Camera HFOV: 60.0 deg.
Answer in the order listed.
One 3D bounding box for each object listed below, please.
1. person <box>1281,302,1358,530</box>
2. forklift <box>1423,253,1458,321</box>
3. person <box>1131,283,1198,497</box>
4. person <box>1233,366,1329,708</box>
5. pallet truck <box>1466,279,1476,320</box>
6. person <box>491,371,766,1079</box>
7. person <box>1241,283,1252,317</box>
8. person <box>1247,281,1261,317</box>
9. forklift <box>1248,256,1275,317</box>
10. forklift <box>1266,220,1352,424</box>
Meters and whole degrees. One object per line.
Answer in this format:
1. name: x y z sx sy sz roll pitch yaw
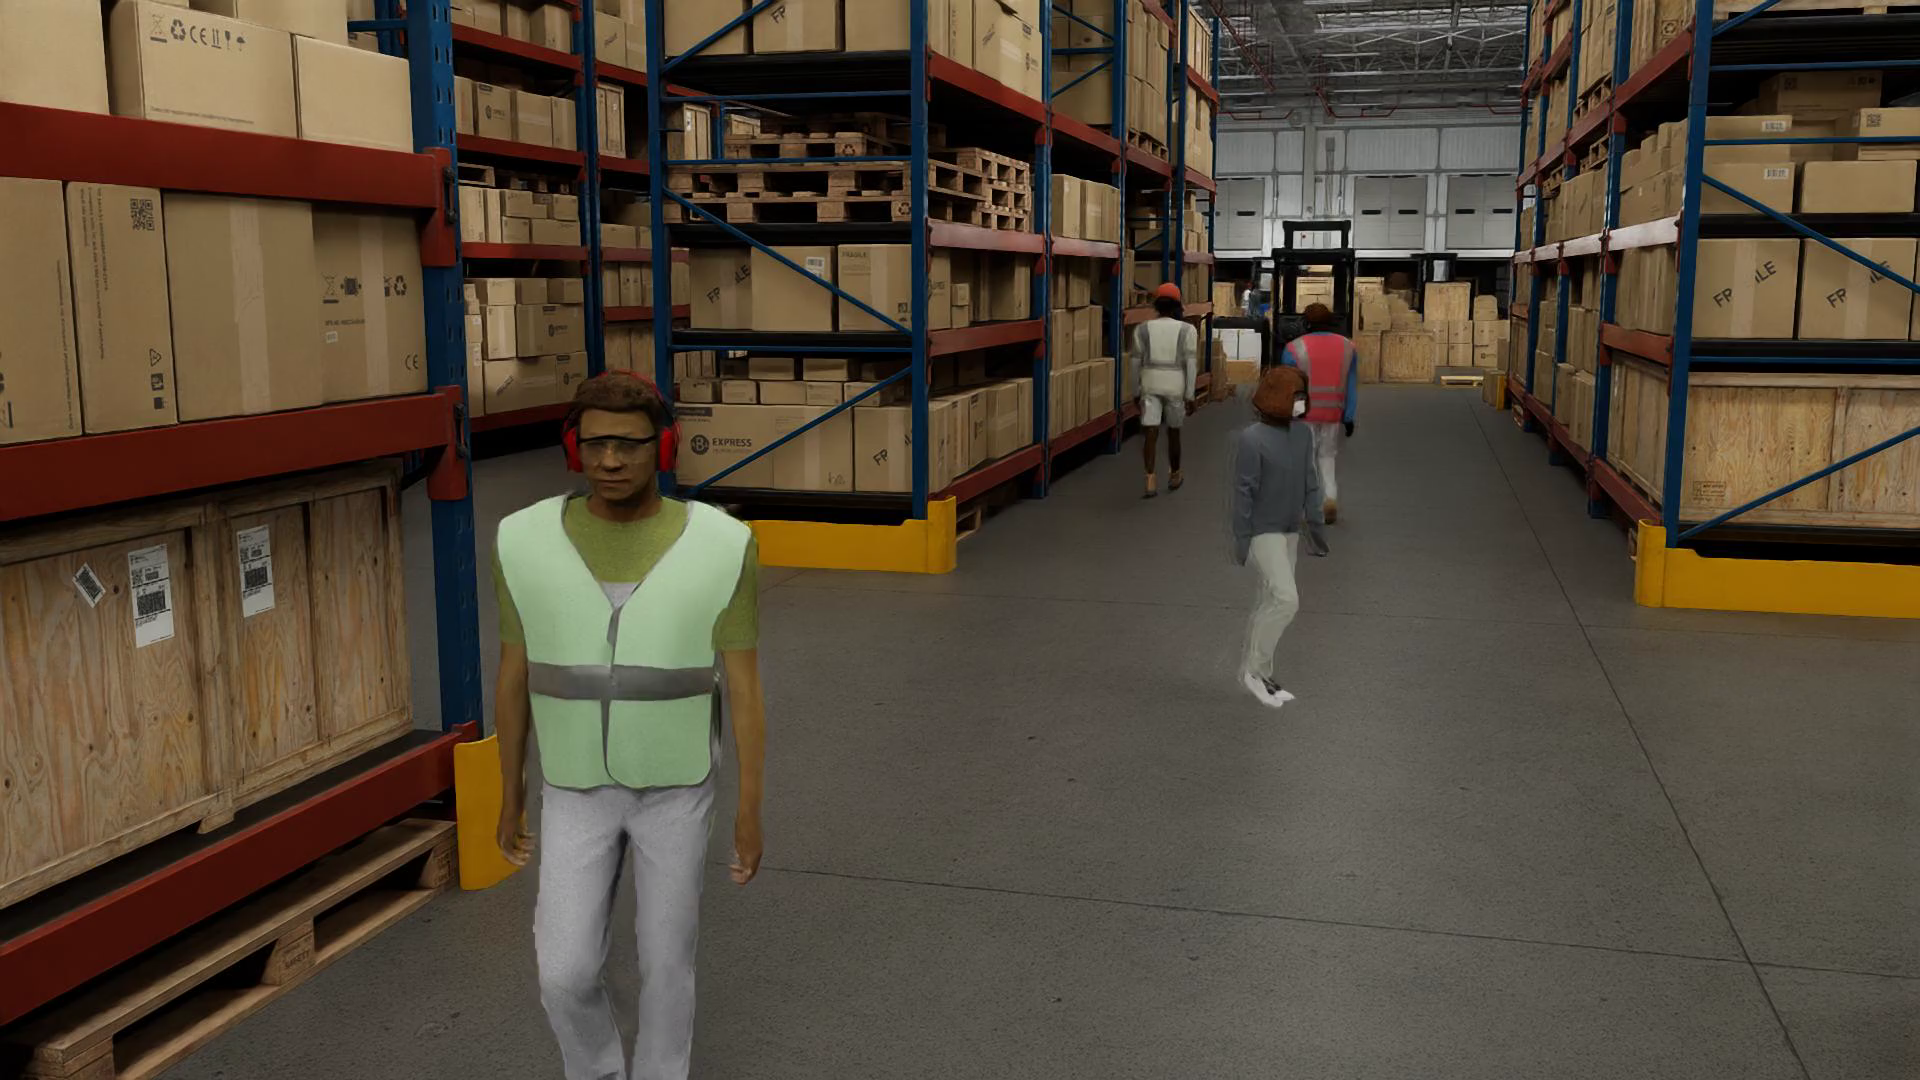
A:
1. person: 2.843 -0.984 13.343 0.652 1.829 0.442 -2 9 -11
2. forklift: 15.202 -7.696 52.666 1.129 2.768 1.873 -2 9 -11
3. person: 1.908 -1.409 15.586 0.625 1.984 1.099 2 9 14
4. person: 1.512 -0.011 7.849 0.449 1.618 0.509 8 12 41
5. pallet truck: 18.896 -8.459 60.307 1.885 1.965 0.823 5 10 31
6. person: -0.708 0.552 3.576 0.590 1.827 0.495 -1 9 -5
7. person: 10.658 -8.579 61.523 0.683 1.851 0.504 9 12 44
8. person: 10.090 -7.867 56.798 0.742 1.924 0.638 7 11 39
9. forklift: 11.269 -9.084 61.485 1.129 2.768 1.873 2 9 15
10. forklift: 4.991 -3.094 23.427 1.129 2.768 1.873 2 9 15
